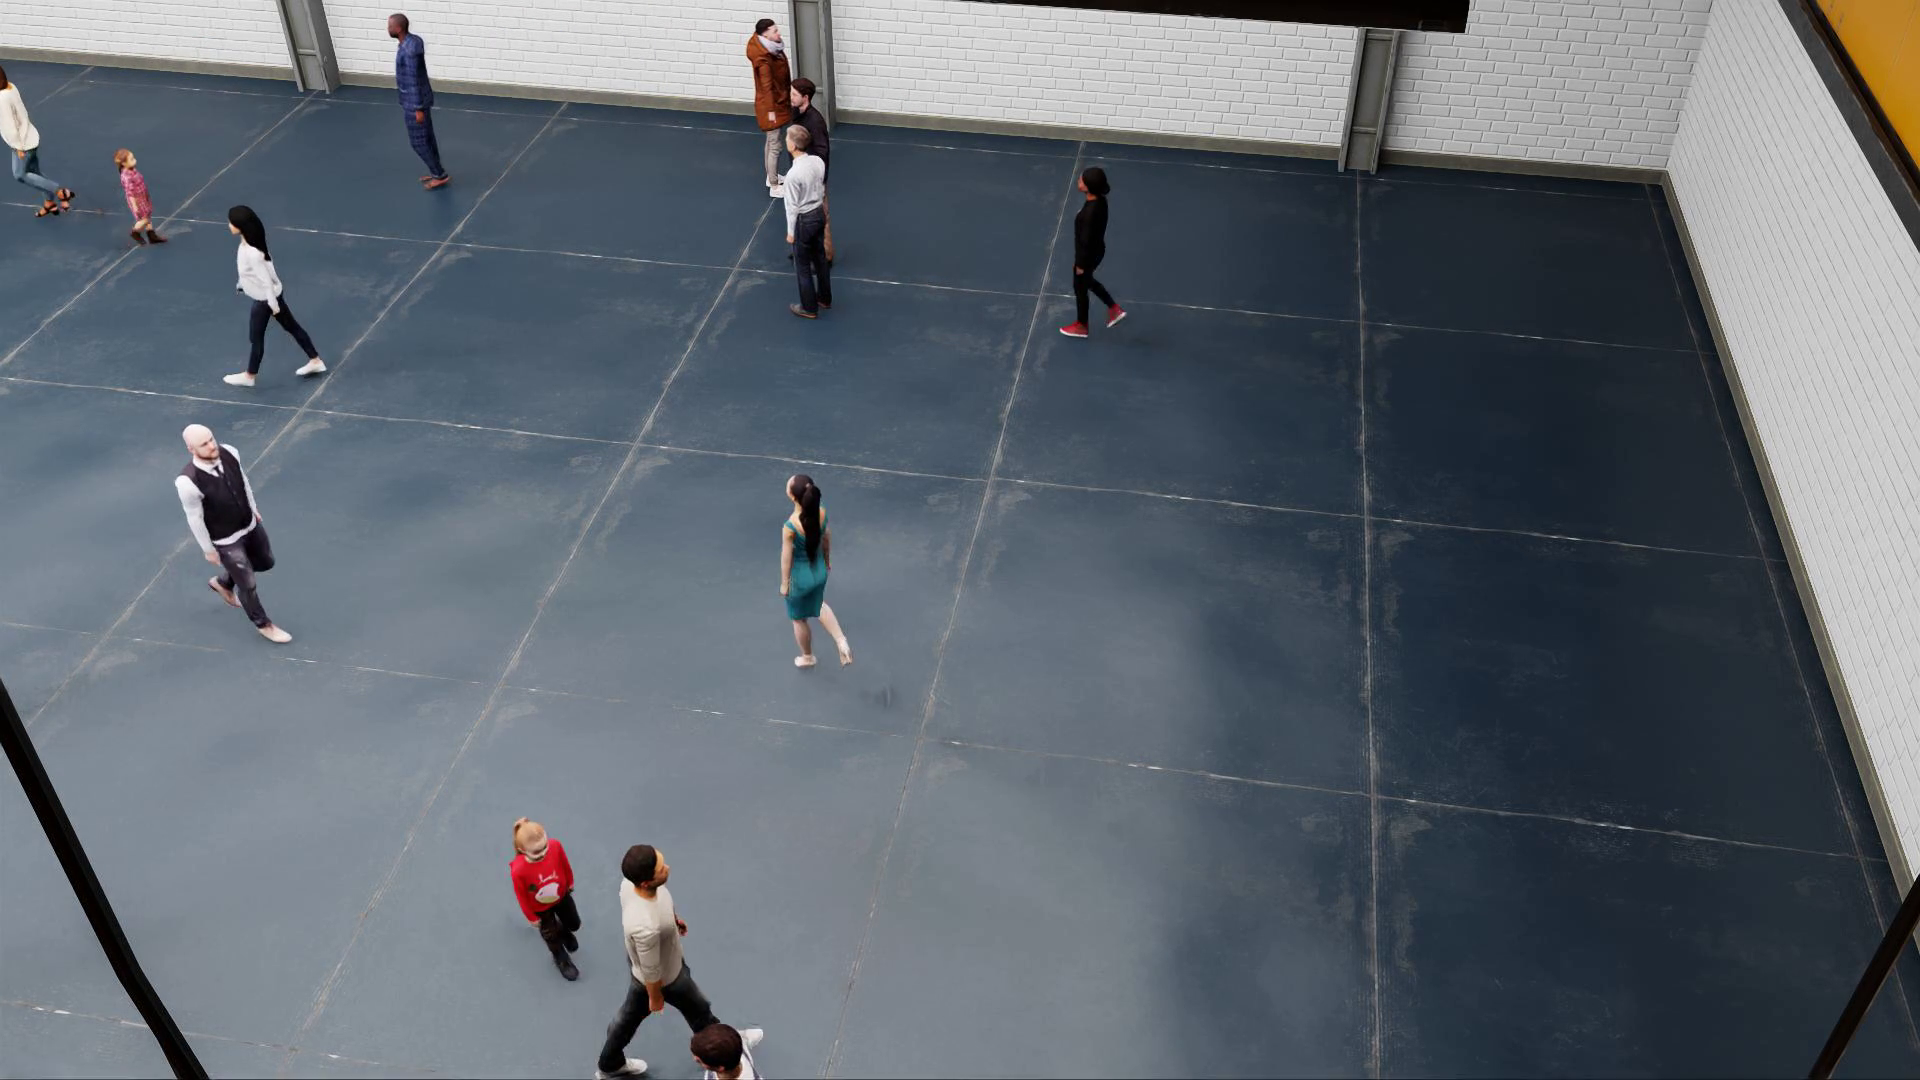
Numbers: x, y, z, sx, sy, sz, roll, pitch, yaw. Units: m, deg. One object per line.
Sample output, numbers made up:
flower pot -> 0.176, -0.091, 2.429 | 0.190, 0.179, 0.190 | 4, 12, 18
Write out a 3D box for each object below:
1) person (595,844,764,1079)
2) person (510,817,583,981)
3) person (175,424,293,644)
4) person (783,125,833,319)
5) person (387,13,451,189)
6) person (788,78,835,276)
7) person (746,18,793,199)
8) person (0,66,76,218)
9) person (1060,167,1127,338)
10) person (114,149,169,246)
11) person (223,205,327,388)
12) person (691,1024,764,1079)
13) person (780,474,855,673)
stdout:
person -> -1.678, 2.235, 8.676 | 1.258, 1.773, 1.035 | -12, 40, -15
person -> -2.365, 1.985, 9.392 | 0.705, 1.270, 0.645 | 32, 48, 33
person -> -5.102, -0.065, 11.530 | 0.971, 1.807, 0.776 | 13, 40, 15
person -> -1.382, -2.884, 15.050 | 0.689, 1.818, 0.711 | 20, 43, 23
person -> -5.554, -4.512, 17.086 | 0.752, 1.822, 0.783 | -8, 39, -10
person -> -1.410, -3.431, 15.650 | 0.826, 1.924, 0.786 | -20, 43, -24
person -> -1.927, -4.416, 16.952 | 0.791, 1.838, 0.789 | -5, 39, -6
person -> -9.219, -3.964, 16.525 | 0.825, 1.665, 0.778 | -9, 40, -12
person -> 1.217, -2.510, 14.709 | 0.853, 1.660, 0.667 | 12, 40, 14
person -> -8.081, -3.347, 16.271 | 0.616, 1.018, 0.527 | -8, 39, -10
person -> -5.816, -2.085, 14.177 | 1.148, 1.658, 0.945 | -12, 40, -15
person -> -1.010, 2.849, 7.848 | 0.763, 1.846, 0.725 | -20, 43, -23
person -> -0.972, 0.284, 11.197 | 0.828, 1.676, 0.735 | 27, 46, 29
